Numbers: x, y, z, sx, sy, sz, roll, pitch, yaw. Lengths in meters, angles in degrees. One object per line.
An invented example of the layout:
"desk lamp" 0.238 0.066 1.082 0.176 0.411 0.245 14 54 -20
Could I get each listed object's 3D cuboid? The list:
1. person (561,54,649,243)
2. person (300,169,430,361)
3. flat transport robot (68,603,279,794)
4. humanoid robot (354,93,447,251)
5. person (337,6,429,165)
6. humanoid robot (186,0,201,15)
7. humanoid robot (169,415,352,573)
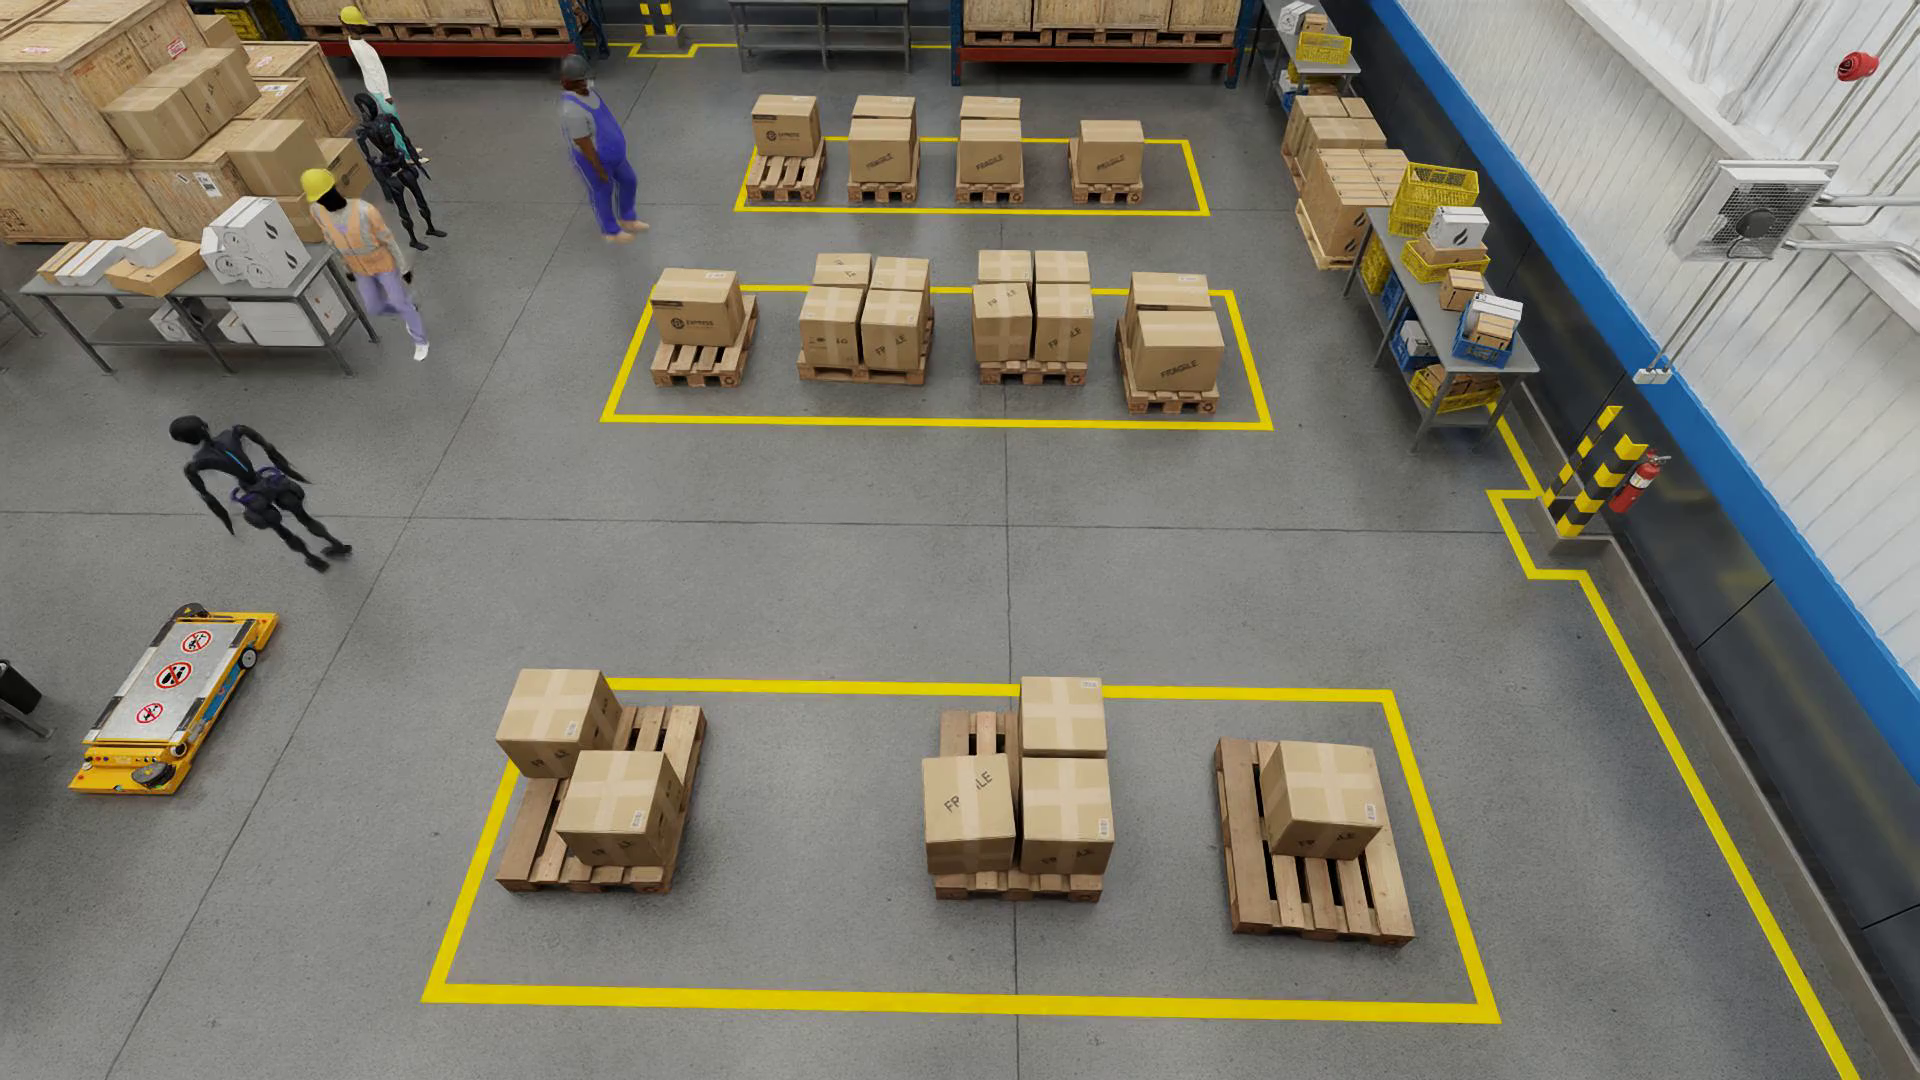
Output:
"person" -3.743 -4.070 9.652 0.608 2.000 0.691 1 50 1
"person" -5.403 -2.539 8.441 0.606 1.903 0.490 1 50 1
"flat transport robot" -5.504 1.072 6.442 0.652 0.197 1.431 1 50 1
"humanoid robot" -5.996 -3.920 9.761 0.334 1.648 0.576 19 52 16
"person" -6.916 -5.412 10.970 0.320 1.760 0.522 -27 55 -21
"humanoid robot" -9.836 -6.393 11.849 0.590 1.647 0.359 8 50 6
"humanoid robot" -5.129 -0.333 6.737 0.394 1.634 0.608 22 53 18
